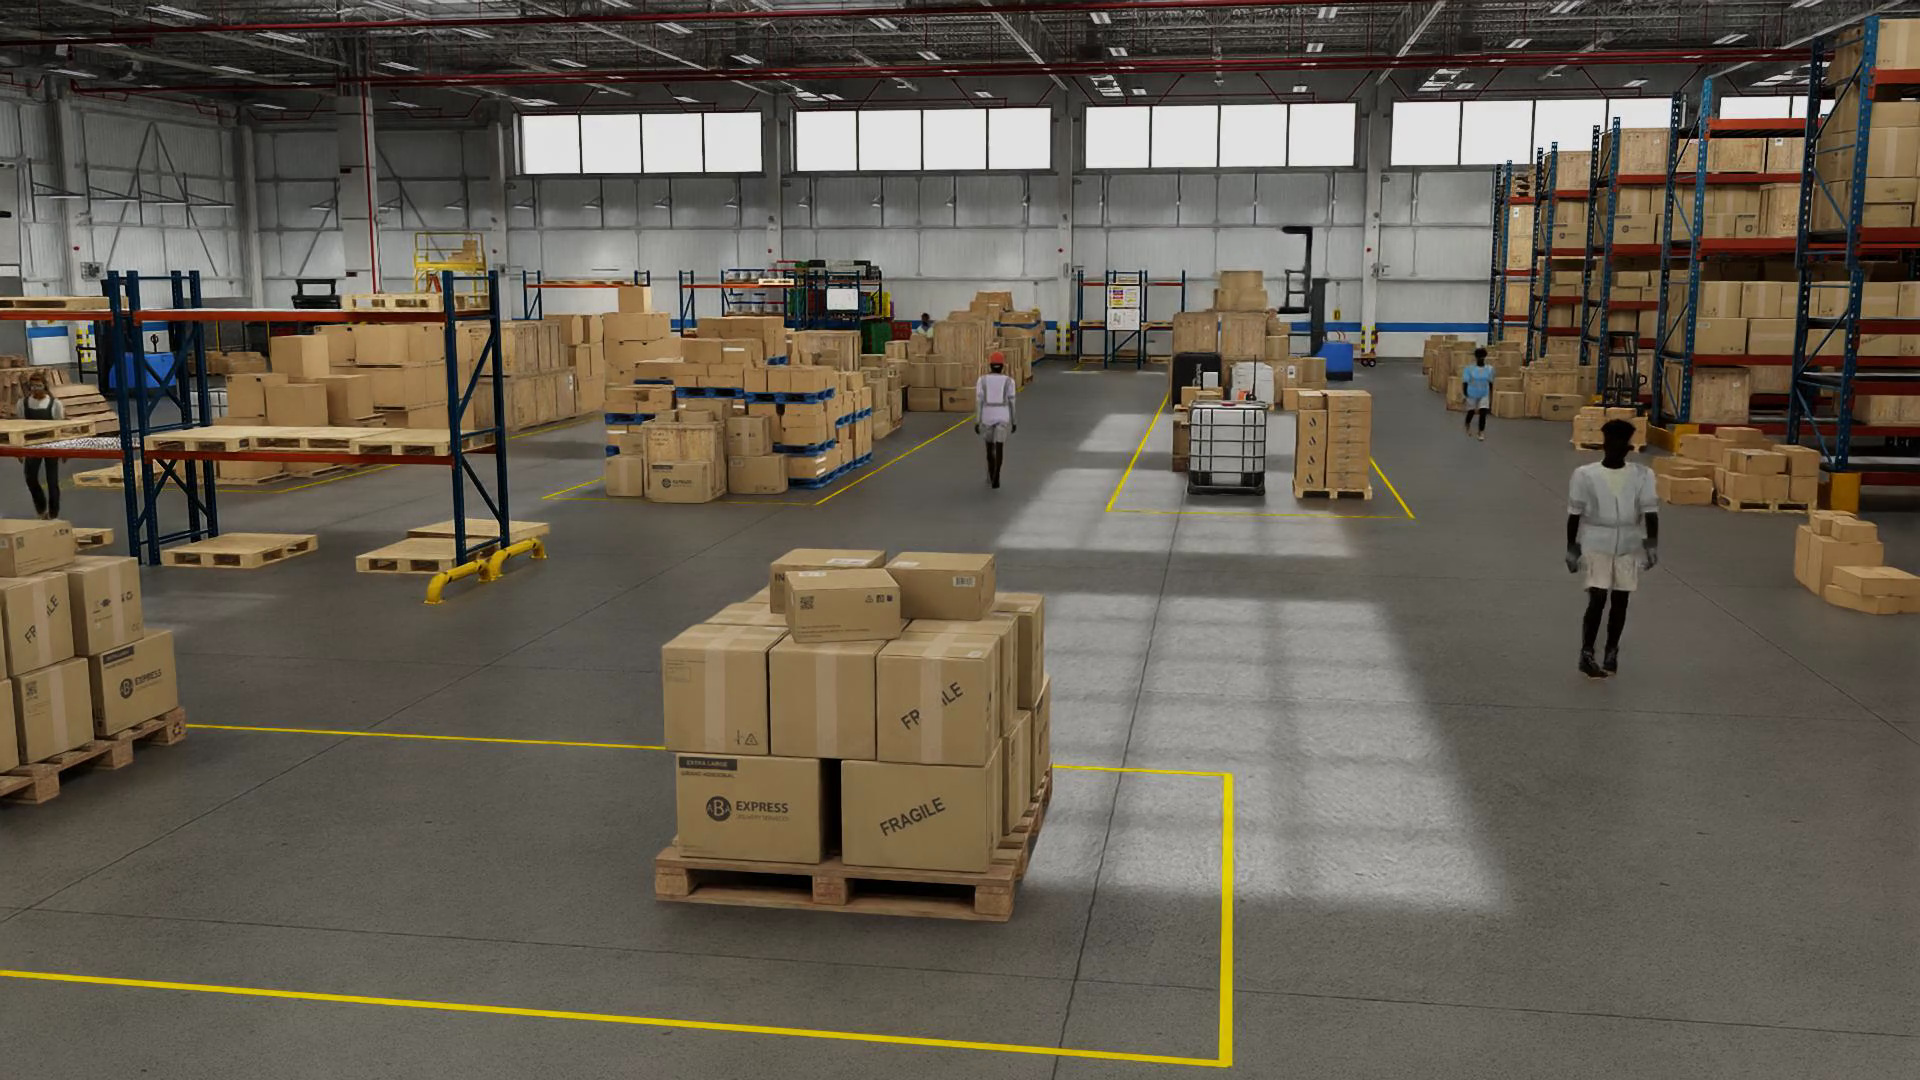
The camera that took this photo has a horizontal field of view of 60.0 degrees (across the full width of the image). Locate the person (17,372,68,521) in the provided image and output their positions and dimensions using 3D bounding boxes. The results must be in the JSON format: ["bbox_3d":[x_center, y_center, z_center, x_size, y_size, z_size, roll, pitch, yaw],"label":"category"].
[{"bbox_3d":[-10.900,-1.074,19.746,0.562,1.830,0.463,-2,9,-13],"label":"person"}]

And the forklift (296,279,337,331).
[{"bbox_3d":[-16.002,-5.128,41.544,1.129,2.768,1.873,-3,10,-18],"label":"forklift"}]

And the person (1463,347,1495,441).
[{"bbox_3d":[9.245,-2.615,29.713,0.540,1.681,0.504,1,9,5],"label":"person"}]

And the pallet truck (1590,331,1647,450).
[{"bbox_3d":[11.253,-2.573,28.499,0.823,1.965,1.885,5,10,27],"label":"pallet truck"}]

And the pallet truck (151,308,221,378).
[{"bbox_3d":[-21.869,-5.598,47.154,0.823,1.965,1.885,4,10,26],"label":"pallet truck"}]

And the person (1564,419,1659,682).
[{"bbox_3d":[4.842,0.075,12.330,0.625,1.943,0.559,1,9,4],"label":"person"}]

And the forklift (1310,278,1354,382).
[{"bbox_3d":[9.728,-5.714,45.153,1.873,2.768,1.129,1,9,9],"label":"forklift"}]

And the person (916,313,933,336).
[{"bbox_3d":[-0.894,-5.072,44.194,0.628,1.900,0.458,3,10,17],"label":"person"}]

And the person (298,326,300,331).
[{"bbox_3d":[-16.914,-4.740,43.039,0.520,1.614,0.663,-1,9,-4],"label":"person"}]

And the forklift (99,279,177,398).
[{"bbox_3d":[-19.606,-4.720,39.027,1.873,2.768,1.129,1,9,9],"label":"forklift"}]

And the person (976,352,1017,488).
[{"bbox_3d":[0.515,-1.708,23.492,0.567,1.881,1.013,1,9,5],"label":"person"}]
